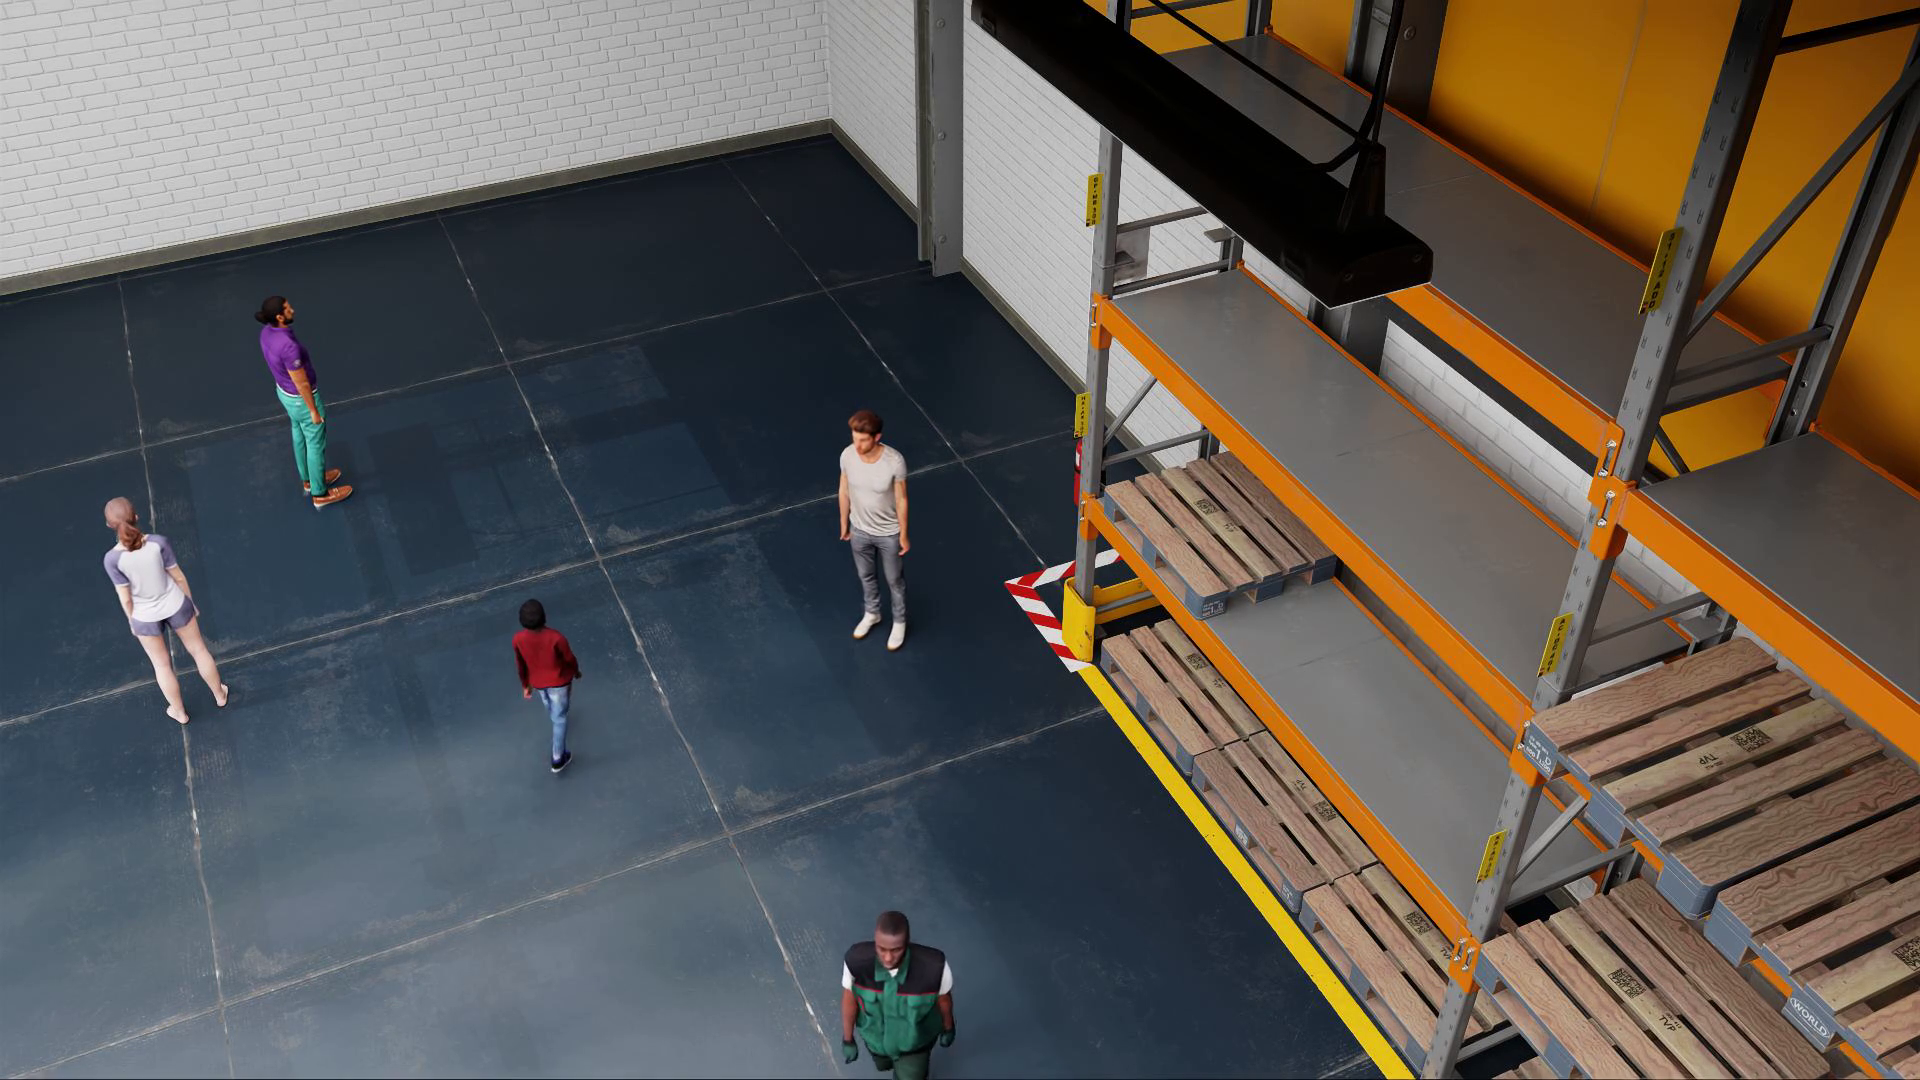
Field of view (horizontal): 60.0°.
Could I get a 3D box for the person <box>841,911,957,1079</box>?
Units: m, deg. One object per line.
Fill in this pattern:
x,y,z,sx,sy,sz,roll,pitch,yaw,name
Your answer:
-0.298,2.378,8.250,1.142,1.794,1.317,6,39,7,person

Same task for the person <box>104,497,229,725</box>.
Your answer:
-5.142,0.450,10.684,0.621,1.768,0.625,-25,45,-28,person

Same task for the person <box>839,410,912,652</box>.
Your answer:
-0.556,-0.101,11.280,0.755,1.886,0.812,13,40,15,person

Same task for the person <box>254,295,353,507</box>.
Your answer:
-5.015,-1.068,12.587,0.736,1.767,0.600,-30,47,-32,person

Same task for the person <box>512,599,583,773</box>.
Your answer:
-2.606,0.922,10.525,0.795,1.230,0.944,5,39,6,person
